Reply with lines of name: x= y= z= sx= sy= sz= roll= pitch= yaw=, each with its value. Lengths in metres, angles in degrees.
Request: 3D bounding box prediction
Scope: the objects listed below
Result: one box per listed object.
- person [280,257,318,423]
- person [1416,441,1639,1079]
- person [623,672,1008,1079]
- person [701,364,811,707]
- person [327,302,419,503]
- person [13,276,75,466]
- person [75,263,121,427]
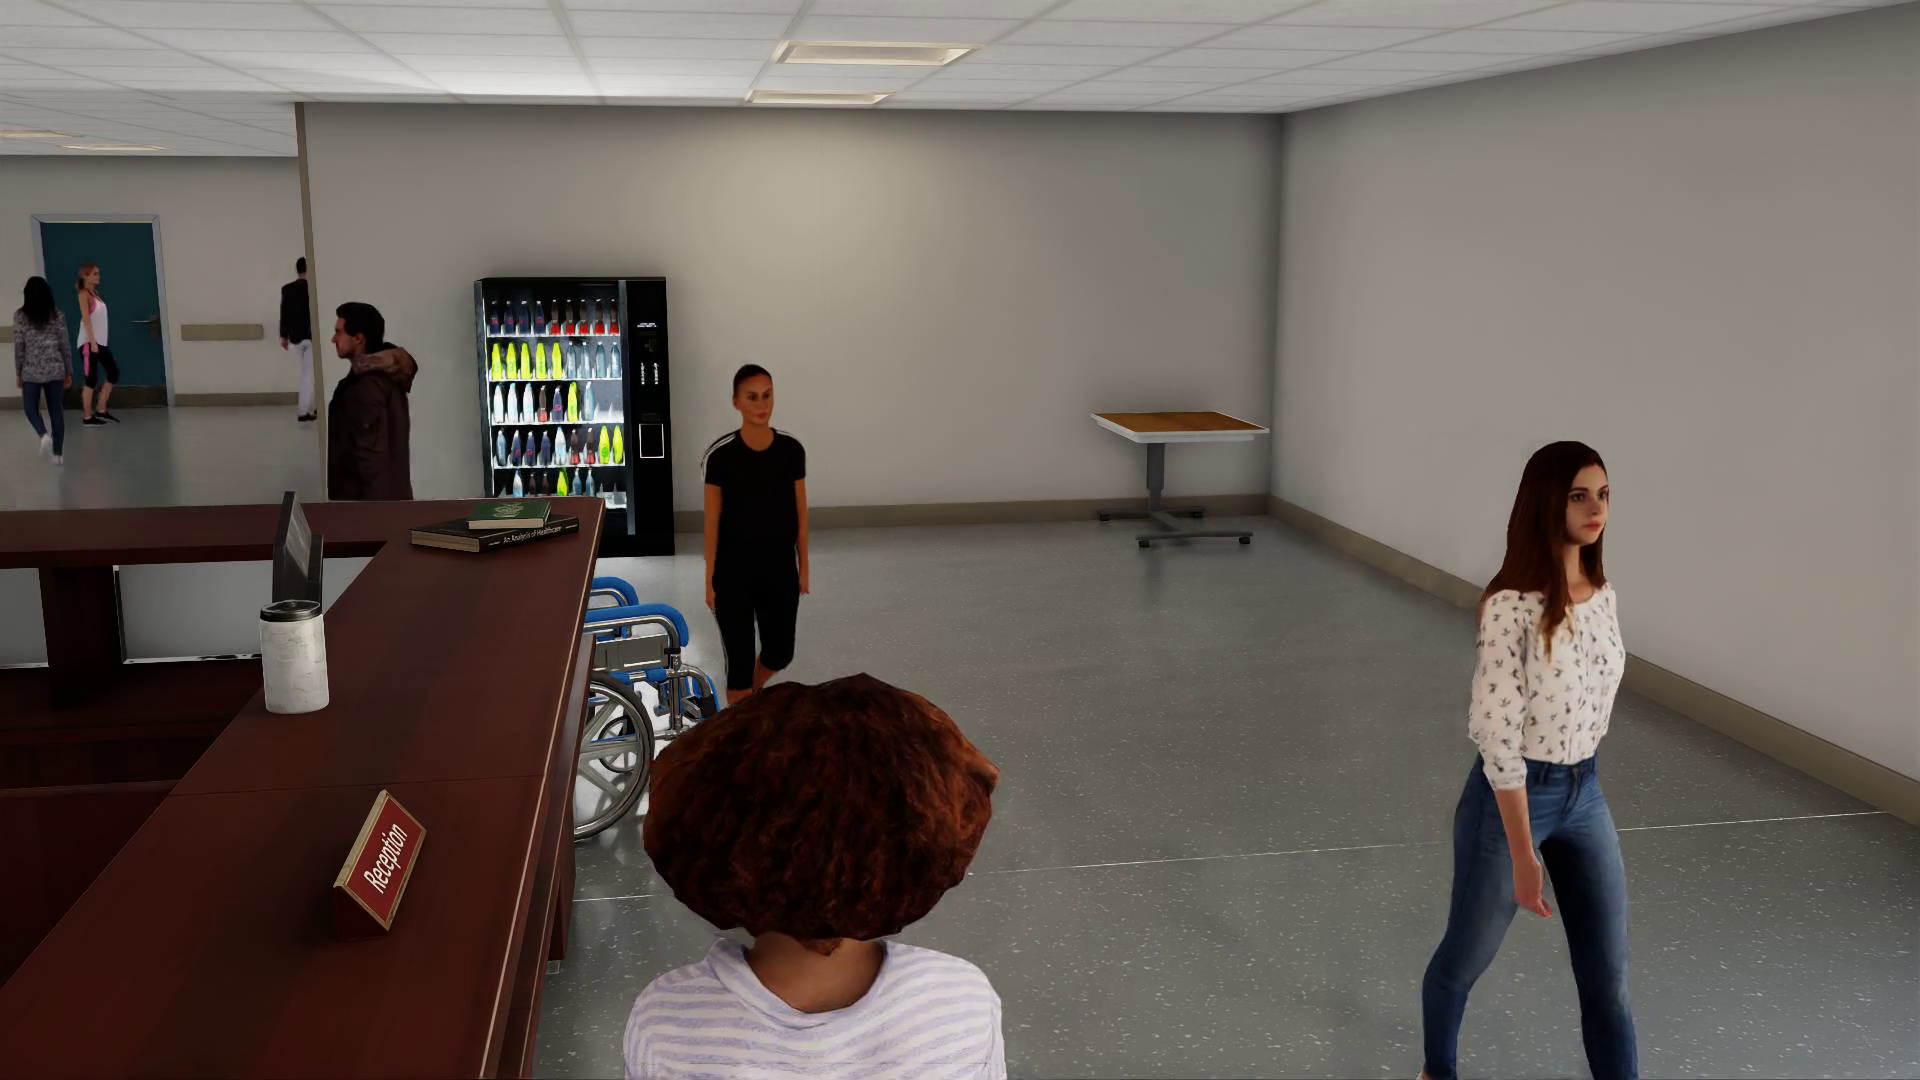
person: x=-7.312 y=-2.206 z=18.479 sx=1.026 sy=1.816 sz=0.946 roll=1 pitch=11 yaw=7
person: x=1.267 y=0.626 z=3.872 sx=0.993 sy=1.698 sz=0.786 roll=-4 pitch=11 yaw=-20
person: x=-0.138 y=1.032 z=1.833 sx=1.084 sy=1.660 sz=0.724 roll=-2 pitch=11 yaw=-8
person: x=-0.854 y=0.114 z=6.697 sx=0.904 sy=1.651 sz=0.765 roll=-4 pitch=11 yaw=-21
person: x=-2.625 y=-0.162 z=7.735 sx=1.165 sy=1.806 sz=0.743 roll=-2 pitch=11 yaw=-9
person: x=-8.313 y=-1.513 z=15.092 sx=0.830 sy=1.717 sz=0.863 roll=-8 pitch=13 yaw=-36
person: x=-9.525 y=-2.109 z=18.087 sx=0.633 sy=1.771 sz=0.641 roll=-1 pitch=11 yaw=-6
